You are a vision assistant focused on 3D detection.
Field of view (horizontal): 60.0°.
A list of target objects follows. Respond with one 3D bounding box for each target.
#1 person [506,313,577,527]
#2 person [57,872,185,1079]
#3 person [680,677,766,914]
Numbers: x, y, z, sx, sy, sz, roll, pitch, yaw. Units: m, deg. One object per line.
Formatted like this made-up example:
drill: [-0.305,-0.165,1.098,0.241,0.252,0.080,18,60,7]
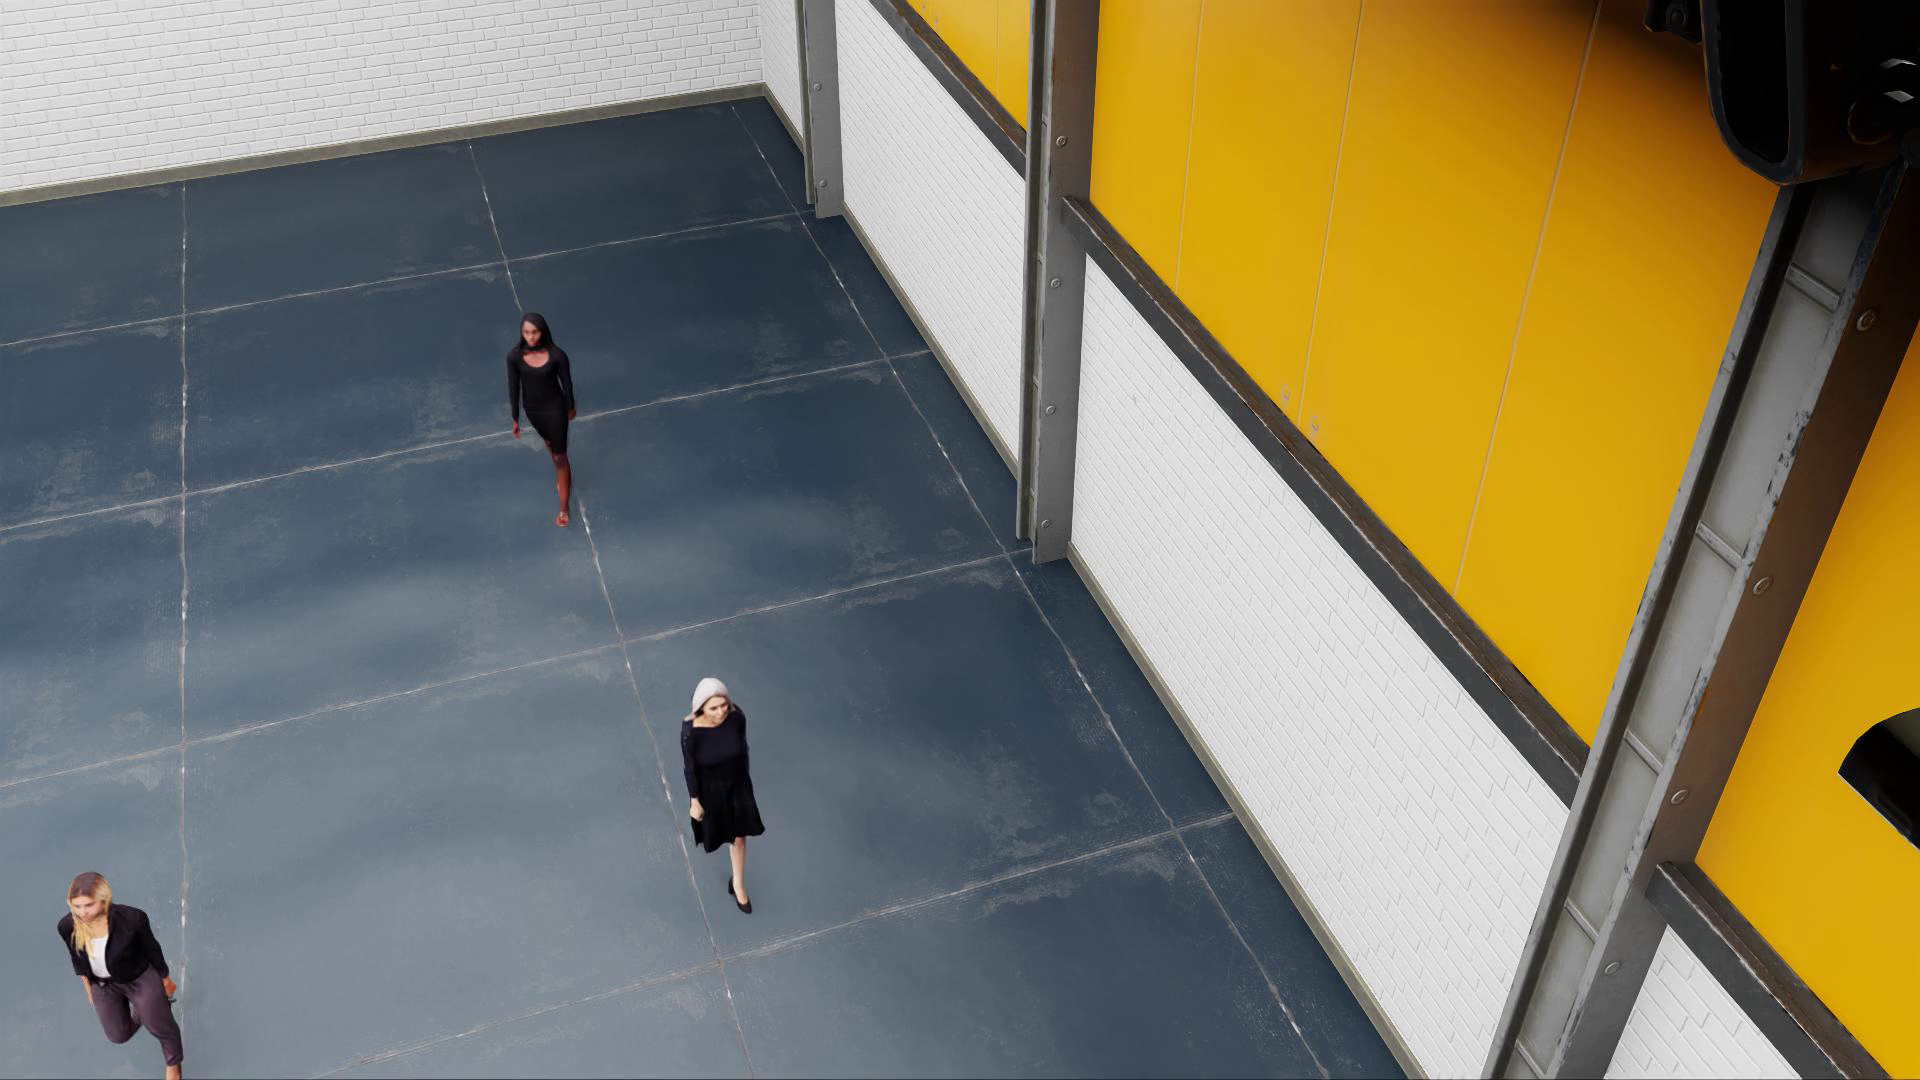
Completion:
person: [-3.222,-1.048,13.004,0.891,1.685,1.158,2,39,2]
person: [-4.391,2.300,8.832,0.693,1.662,0.802,-4,39,-5]
person: [-1.451,1.453,9.833,0.720,1.735,0.937,-22,44,-25]
